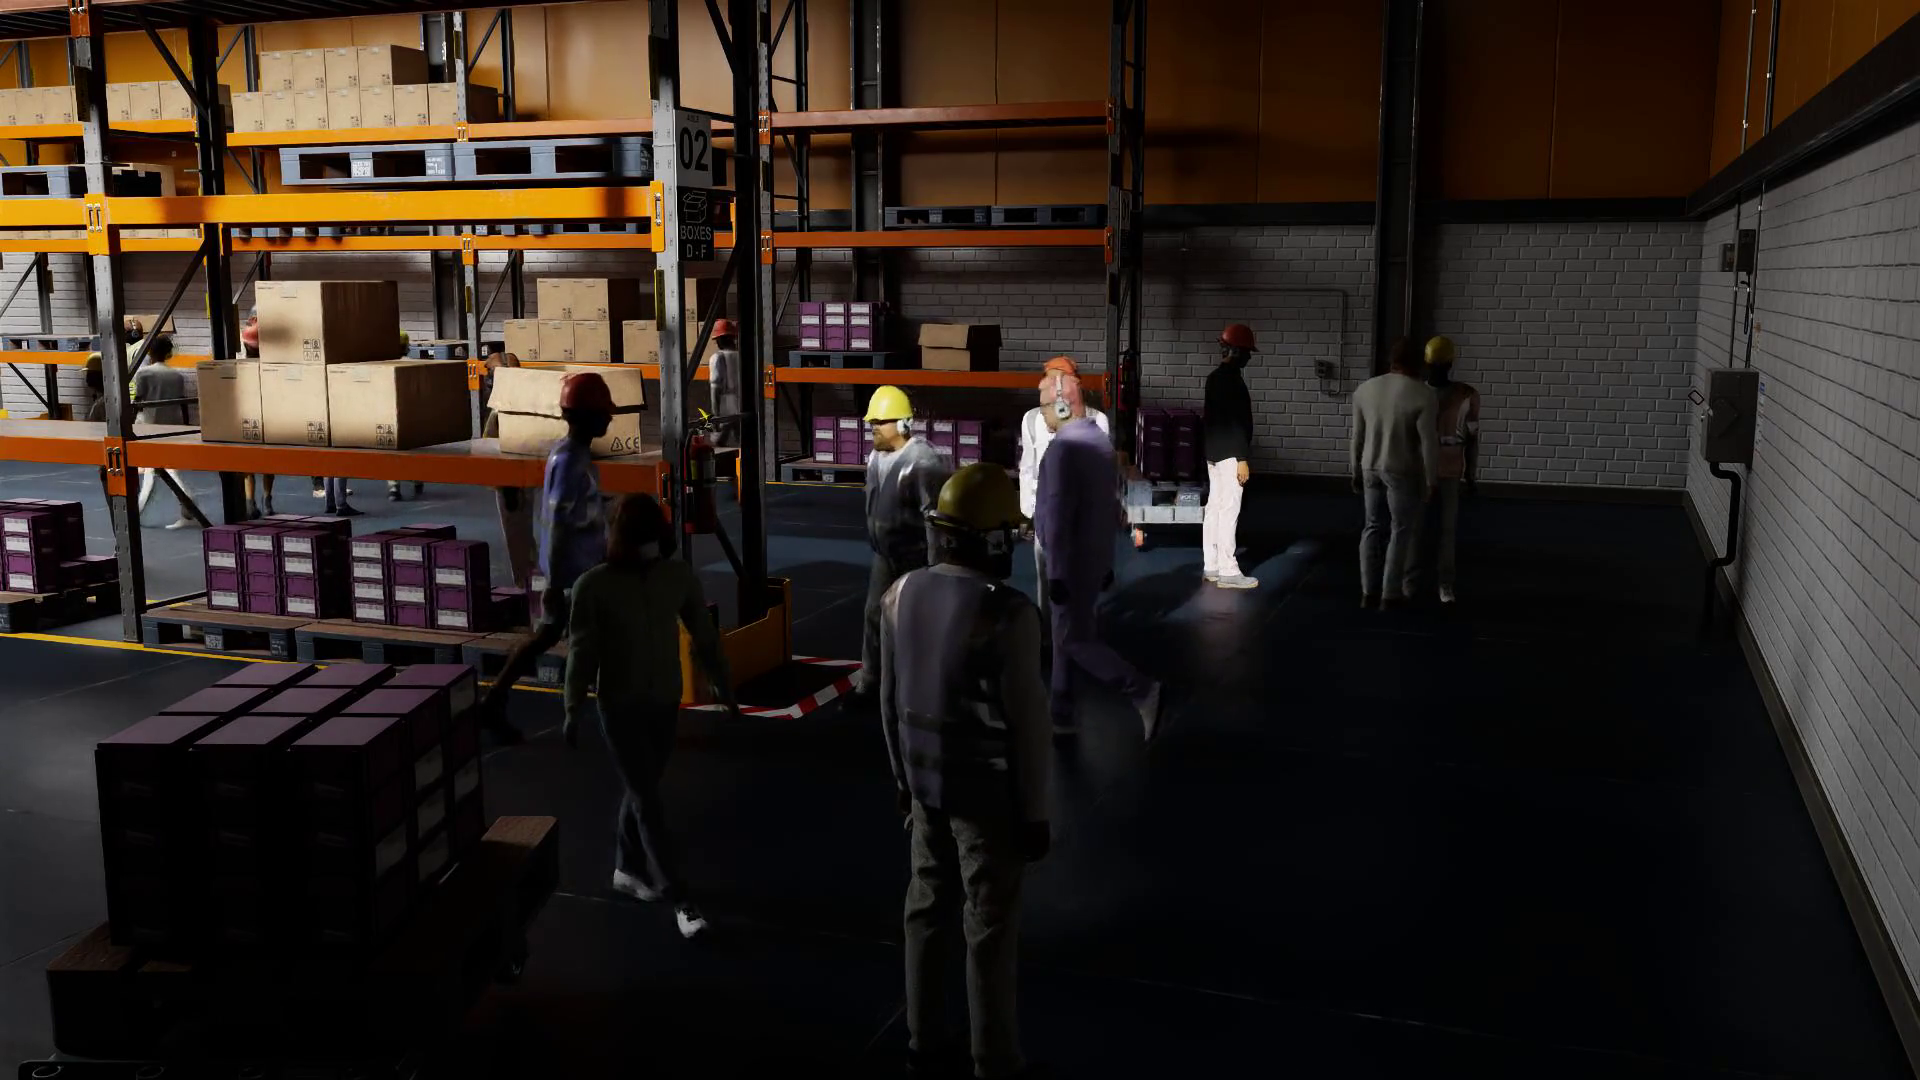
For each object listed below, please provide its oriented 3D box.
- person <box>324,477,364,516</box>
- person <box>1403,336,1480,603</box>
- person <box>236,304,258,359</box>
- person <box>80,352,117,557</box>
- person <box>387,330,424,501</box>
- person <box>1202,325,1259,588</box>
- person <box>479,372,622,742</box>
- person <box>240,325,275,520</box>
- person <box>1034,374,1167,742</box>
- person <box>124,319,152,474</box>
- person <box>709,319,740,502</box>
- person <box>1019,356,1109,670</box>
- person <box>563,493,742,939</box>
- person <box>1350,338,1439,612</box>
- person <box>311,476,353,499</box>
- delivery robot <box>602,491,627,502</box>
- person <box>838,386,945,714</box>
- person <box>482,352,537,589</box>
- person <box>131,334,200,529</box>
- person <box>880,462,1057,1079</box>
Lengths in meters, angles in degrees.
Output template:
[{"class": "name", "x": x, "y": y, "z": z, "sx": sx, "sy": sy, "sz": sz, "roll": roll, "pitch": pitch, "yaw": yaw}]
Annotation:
[{"class": "person", "x": -6.079, "y": -1.118, "z": 16.376, "sx": 0.350, "sy": 1.758, "sz": 0.522, "roll": -8, "pitch": 12, "yaw": -40}, {"class": "person", "x": 3.416, "y": -0.500, "z": 11.961, "sx": 0.594, "sy": 1.922, "sz": 0.386, "roll": 2, "pitch": 9, "yaw": 15}, {"class": "person", "x": -8.493, "y": -1.904, "z": 20.417, "sx": 0.684, "sy": 2.000, "sz": 0.538, "roll": 3, "pitch": 9, "yaw": 16}, {"class": "person", "x": -6.826, "y": -0.626, "z": 13.324, "sx": 0.294, "sy": 1.744, "sz": 0.487, "roll": -4, "pitch": 10, "yaw": -24}, {"class": "person", "x": -5.942, "y": -1.339, "z": 17.663, "sx": 0.600, "sy": 1.773, "sz": 0.959, "roll": -2, "pitch": 9, "yaw": -11}, {"class": "person", "x": 2.052, "y": -0.634, "z": 12.616, "sx": 0.393, "sy": 1.985, "sz": 0.611, "roll": -2, "pitch": 9, "yaw": -13}, {"class": "person", "x": -2.003, "y": 0.112, "z": 8.283, "sx": 1.011, "sy": 1.891, "sz": 0.574, "roll": -2, "pitch": 9, "yaw": -11}, {"class": "person", "x": -6.743, "y": -1.120, "z": 16.005, "sx": 0.545, "sy": 1.868, "sz": 0.953, "roll": -5, "pitch": 10, "yaw": -29}, {"class": "person", "x": 0.668, "y": 0.111, "z": 8.295, "sx": 0.791, "sy": 1.873, "sz": 0.681, "roll": 4, "pitch": 10, "yaw": 24}, {"class": "person", "x": -9.780, "y": -1.704, "z": 19.822, "sx": 0.429, "sy": 1.837, "sz": 0.624, "roll": -5, "pitch": 10, "yaw": -30}, {"class": "person", "x": -2.310, "y": -1.313, "z": 17.091, "sx": 0.616, "sy": 1.907, "sz": 0.455, "roll": -6, "pitch": 11, "yaw": -33}, {"class": "person", "x": 0.621, "y": -0.159, "z": 9.979, "sx": 0.580, "sy": 1.878, "sz": 0.344, "roll": 5, "pitch": 10, "yaw": 28}, {"class": "person", "x": -1.080, "y": 0.614, "z": 5.988, "sx": 0.617, "sy": 1.578, "sz": 0.822, "roll": -8, "pitch": 12, "yaw": -40}, {"class": "person", "x": 3.048, "y": -0.455, "z": 11.705, "sx": 0.663, "sy": 1.918, "sz": 0.423, "roll": 9, "pitch": 12, "yaw": 43}, {"class": "person", "x": -6.727, "y": -1.366, "z": 17.646, "sx": 0.337, "sy": 1.845, "sz": 0.514, "roll": 4, "pitch": 10, "yaw": 25}, {"class": "delivery robot", "x": -3.488, "y": -0.588, "z": 16.509, "sx": 0.707, "sy": 0.478, "sz": 0.477, "roll": 1, "pitch": 9, "yaw": 7}, {"class": "person", "x": -0.204, "y": 0.036, "z": 9.068, "sx": 0.945, "sy": 1.787, "sz": 0.604, "roll": -7, "pitch": 11, "yaw": -37}, {"class": "person", "x": -3.108, "y": -0.383, "z": 11.523, "sx": 0.428, "sy": 1.836, "sz": 0.626, "roll": -2, "pitch": 9, "yaw": -10}, {"class": "person", "x": -7.476, "y": -0.994, "z": 15.472, "sx": 0.855, "sy": 1.810, "sz": 0.529, "roll": 2, "pitch": 9, "yaw": 12}, {"class": "person", "x": 0.039, "y": 0.690, "z": 4.775, "sx": 0.597, "sy": 1.831, "sz": 0.403, "roll": 9, "pitch": 13, "yaw": 44}]
